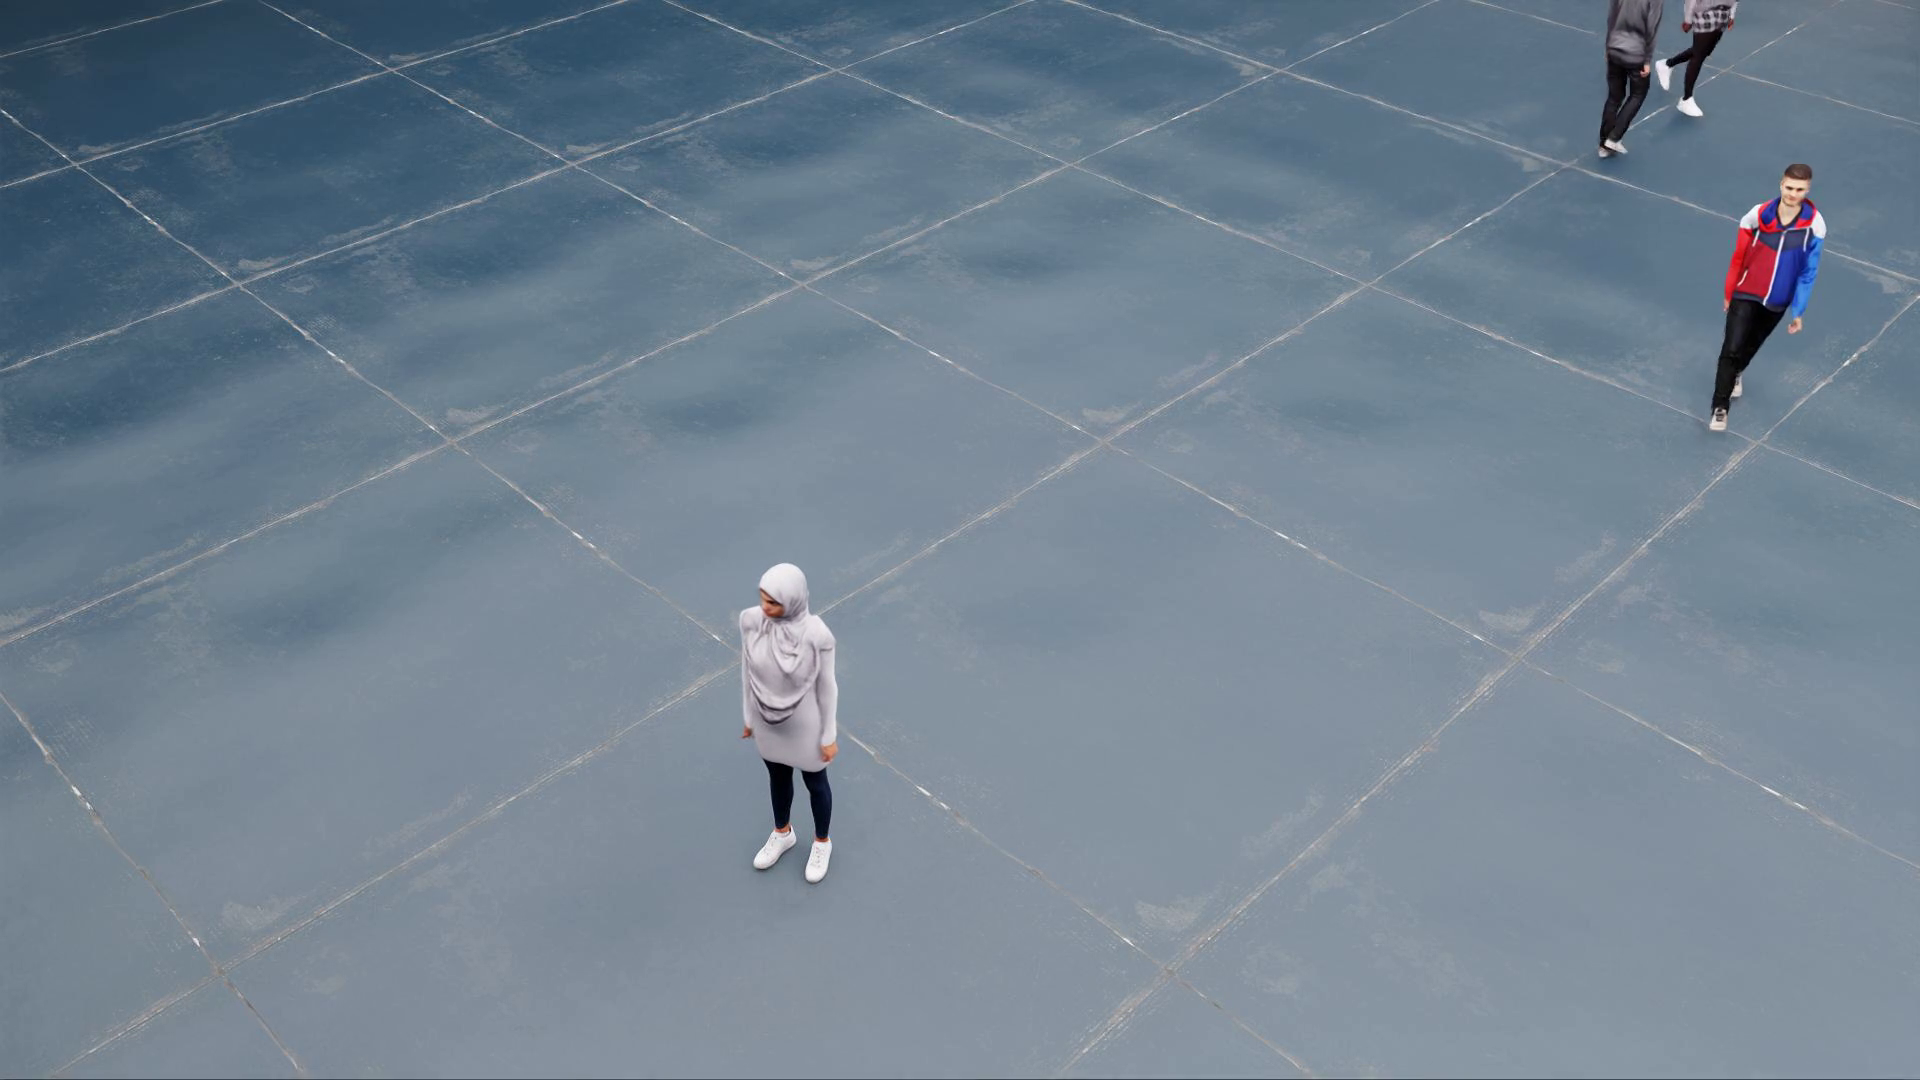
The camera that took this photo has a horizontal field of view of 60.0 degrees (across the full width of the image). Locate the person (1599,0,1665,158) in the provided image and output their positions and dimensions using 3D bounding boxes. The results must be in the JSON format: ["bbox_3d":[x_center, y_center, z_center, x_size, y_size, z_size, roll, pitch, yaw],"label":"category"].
[{"bbox_3d":[5.493,-4.007,13.793,0.603,1.746,0.644,-26,44,-30],"label":"person"}]

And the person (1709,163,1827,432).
[{"bbox_3d":[5.145,-1.595,10.653,1.000,1.708,1.248,11,39,15],"label":"person"}]

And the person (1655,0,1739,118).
[{"bbox_3d":[6.553,-4.671,14.662,1.015,1.753,0.940,-8,38,-11],"label":"person"}]

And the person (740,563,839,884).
[{"bbox_3d":[-0.750,0.804,7.441,0.682,1.776,0.662,14,39,18],"label":"person"}]
